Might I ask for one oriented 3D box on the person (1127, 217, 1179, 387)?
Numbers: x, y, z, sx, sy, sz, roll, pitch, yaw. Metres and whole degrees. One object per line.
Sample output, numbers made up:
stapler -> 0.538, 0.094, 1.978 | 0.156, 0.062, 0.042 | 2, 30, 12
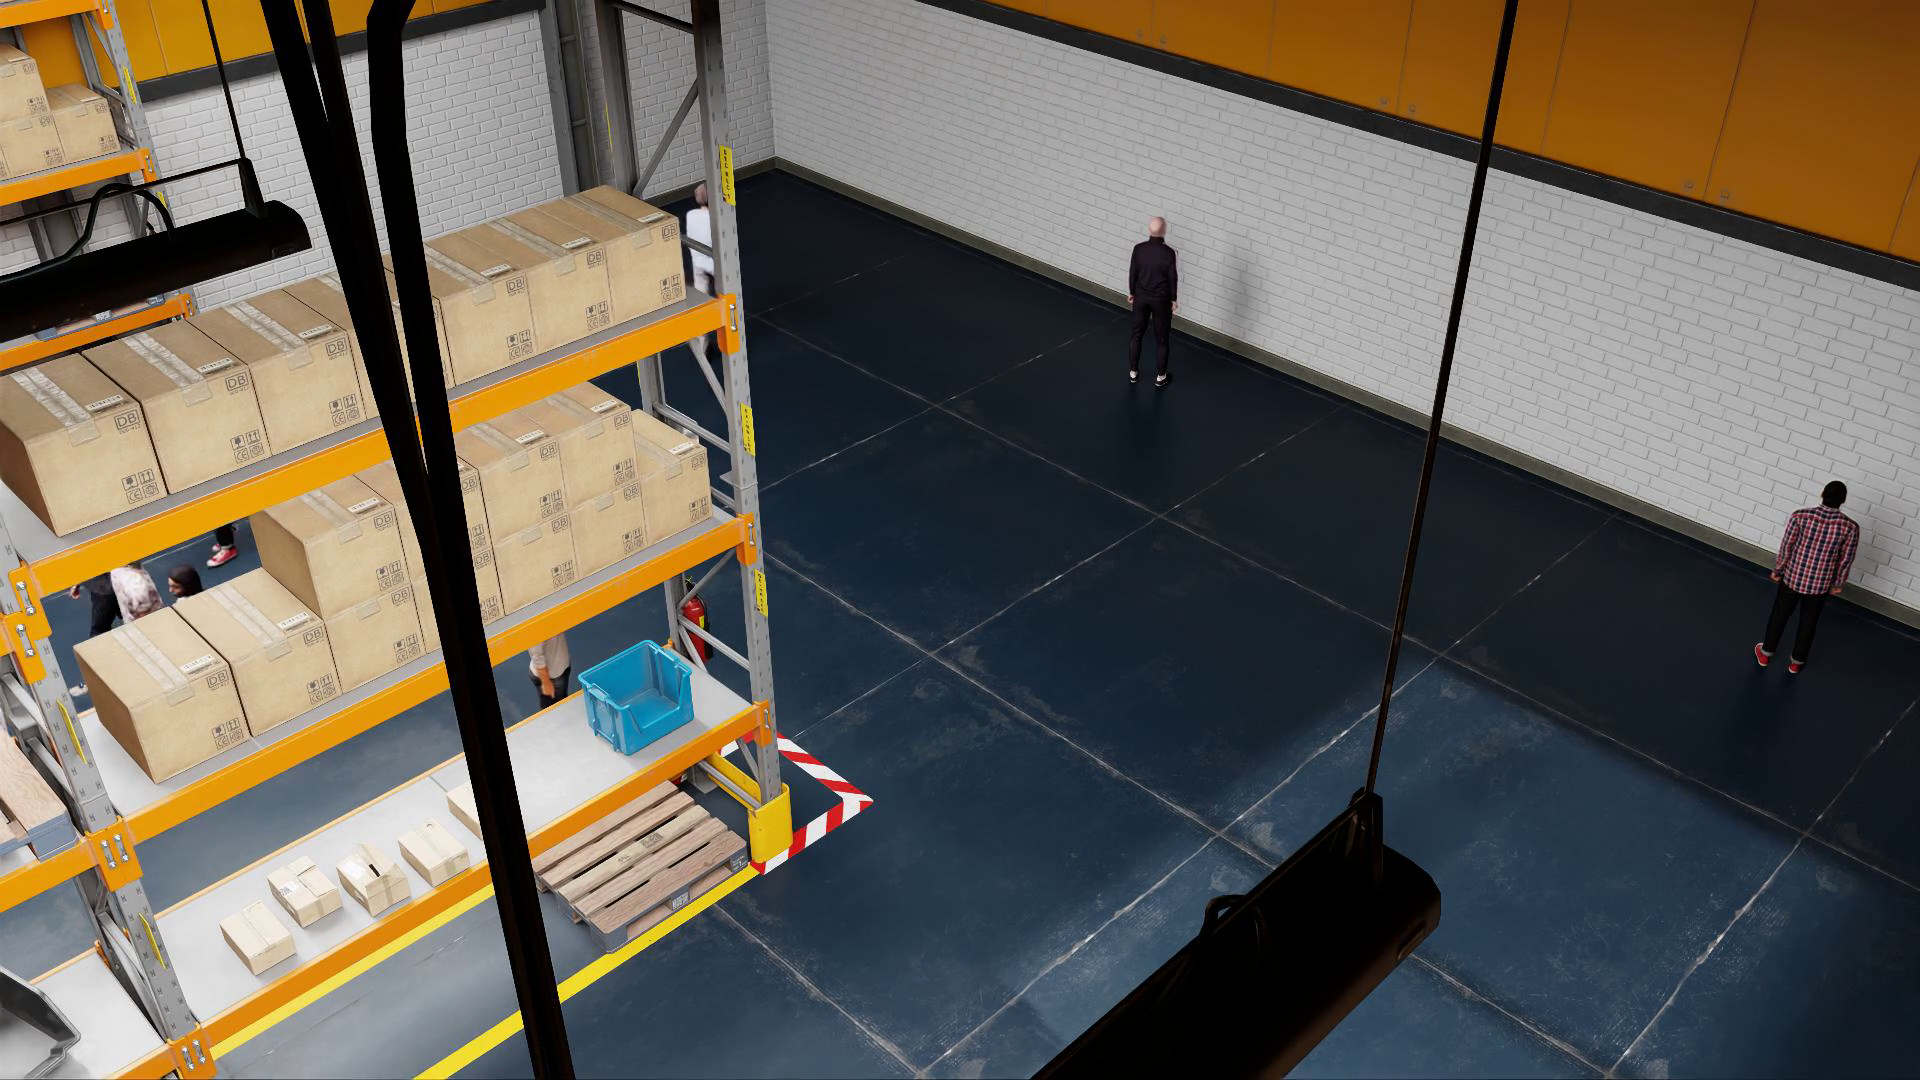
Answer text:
person -> 1.998, -2.480, 17.280 | 0.769, 1.835, 0.736 | 12, 35, 17

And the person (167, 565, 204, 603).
person -> -5.448, 0.899, 12.260 | 0.572, 1.766, 0.606 | -27, 42, -34

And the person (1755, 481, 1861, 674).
person -> 6.730, 0.280, 13.195 | 0.770, 1.761, 0.739 | 14, 36, 20
